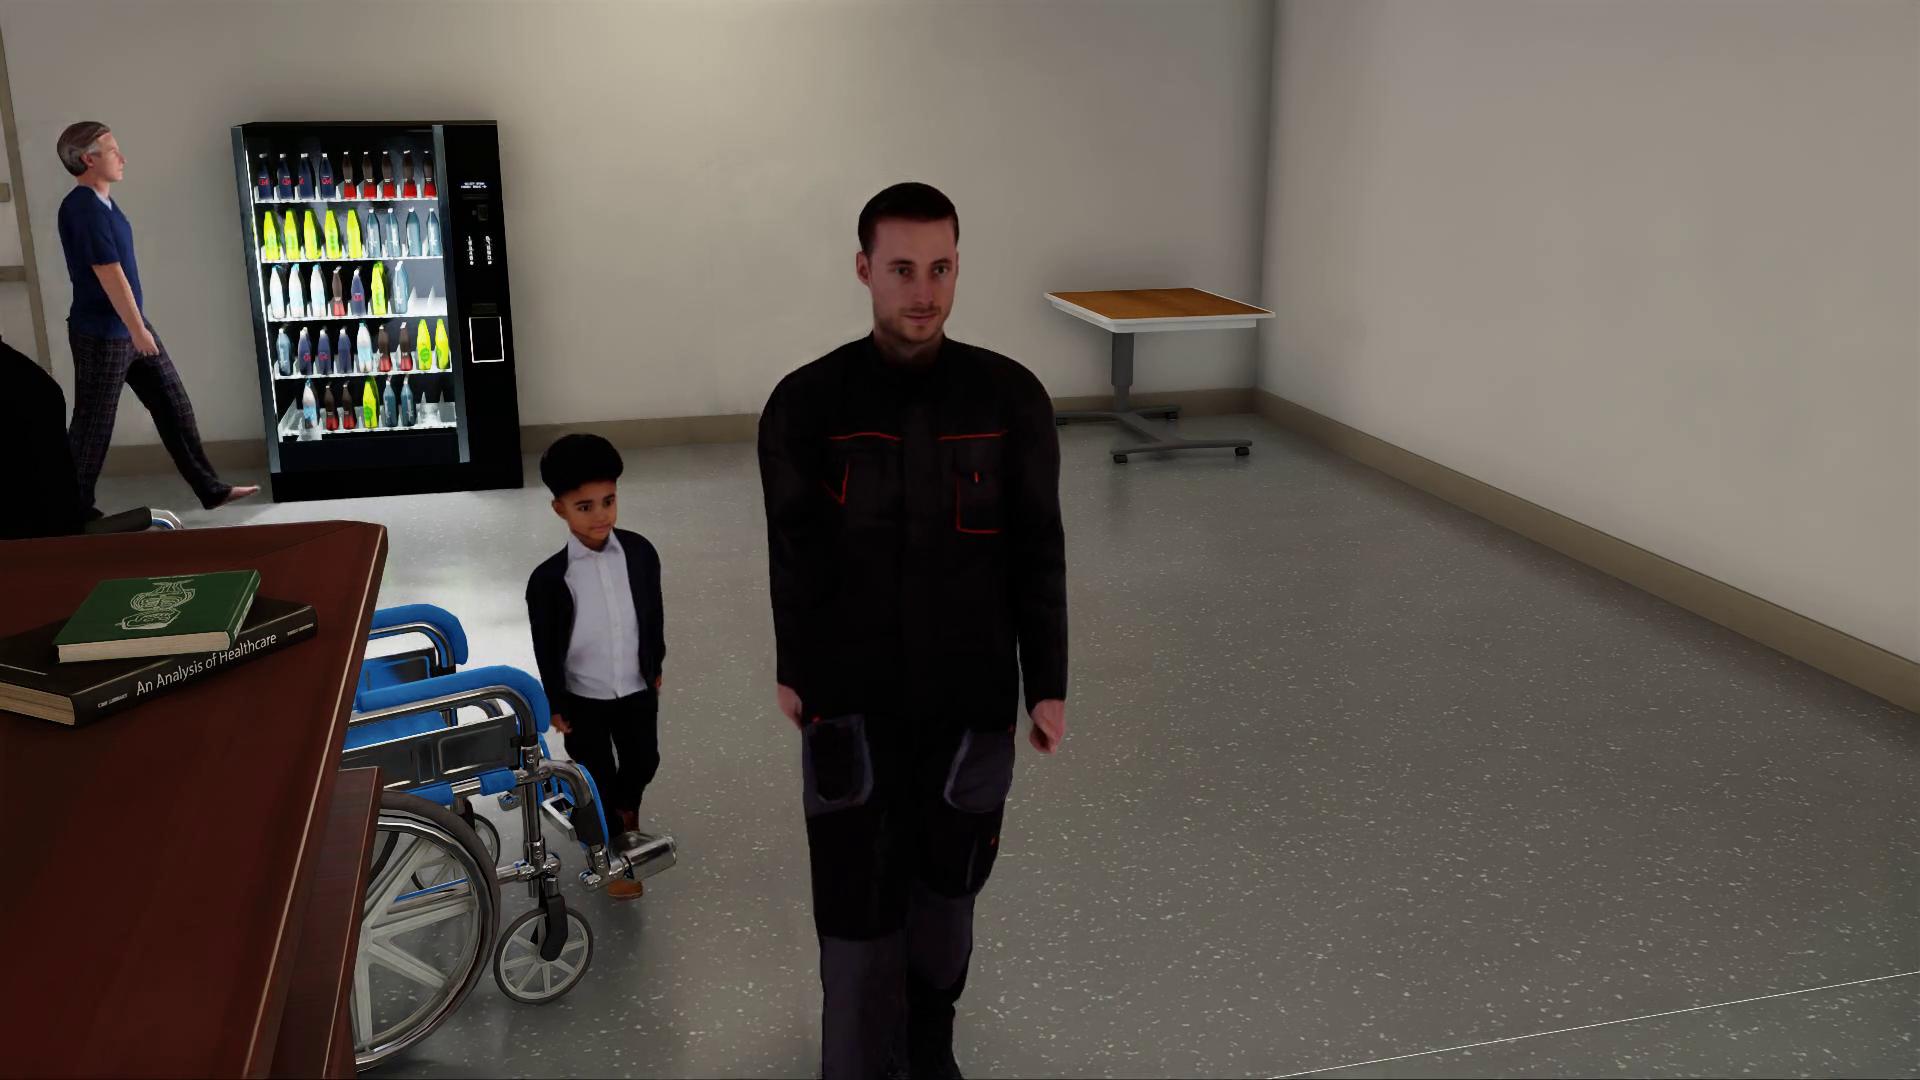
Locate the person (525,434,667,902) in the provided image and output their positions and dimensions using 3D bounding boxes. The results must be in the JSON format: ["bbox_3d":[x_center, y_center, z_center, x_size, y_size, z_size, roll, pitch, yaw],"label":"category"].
[{"bbox_3d":[-0.939,0.314,4.242,0.571,1.213,0.631,-9,18,-28],"label":"person"}]

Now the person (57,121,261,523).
[{"bbox_3d":[-3.951,-0.919,7.538,1.046,1.838,0.685,-3,16,-11],"label":"person"}]

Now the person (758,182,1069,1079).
[{"bbox_3d":[-0.111,0.295,3.169,1.054,1.872,0.793,-3,16,-11],"label":"person"}]
